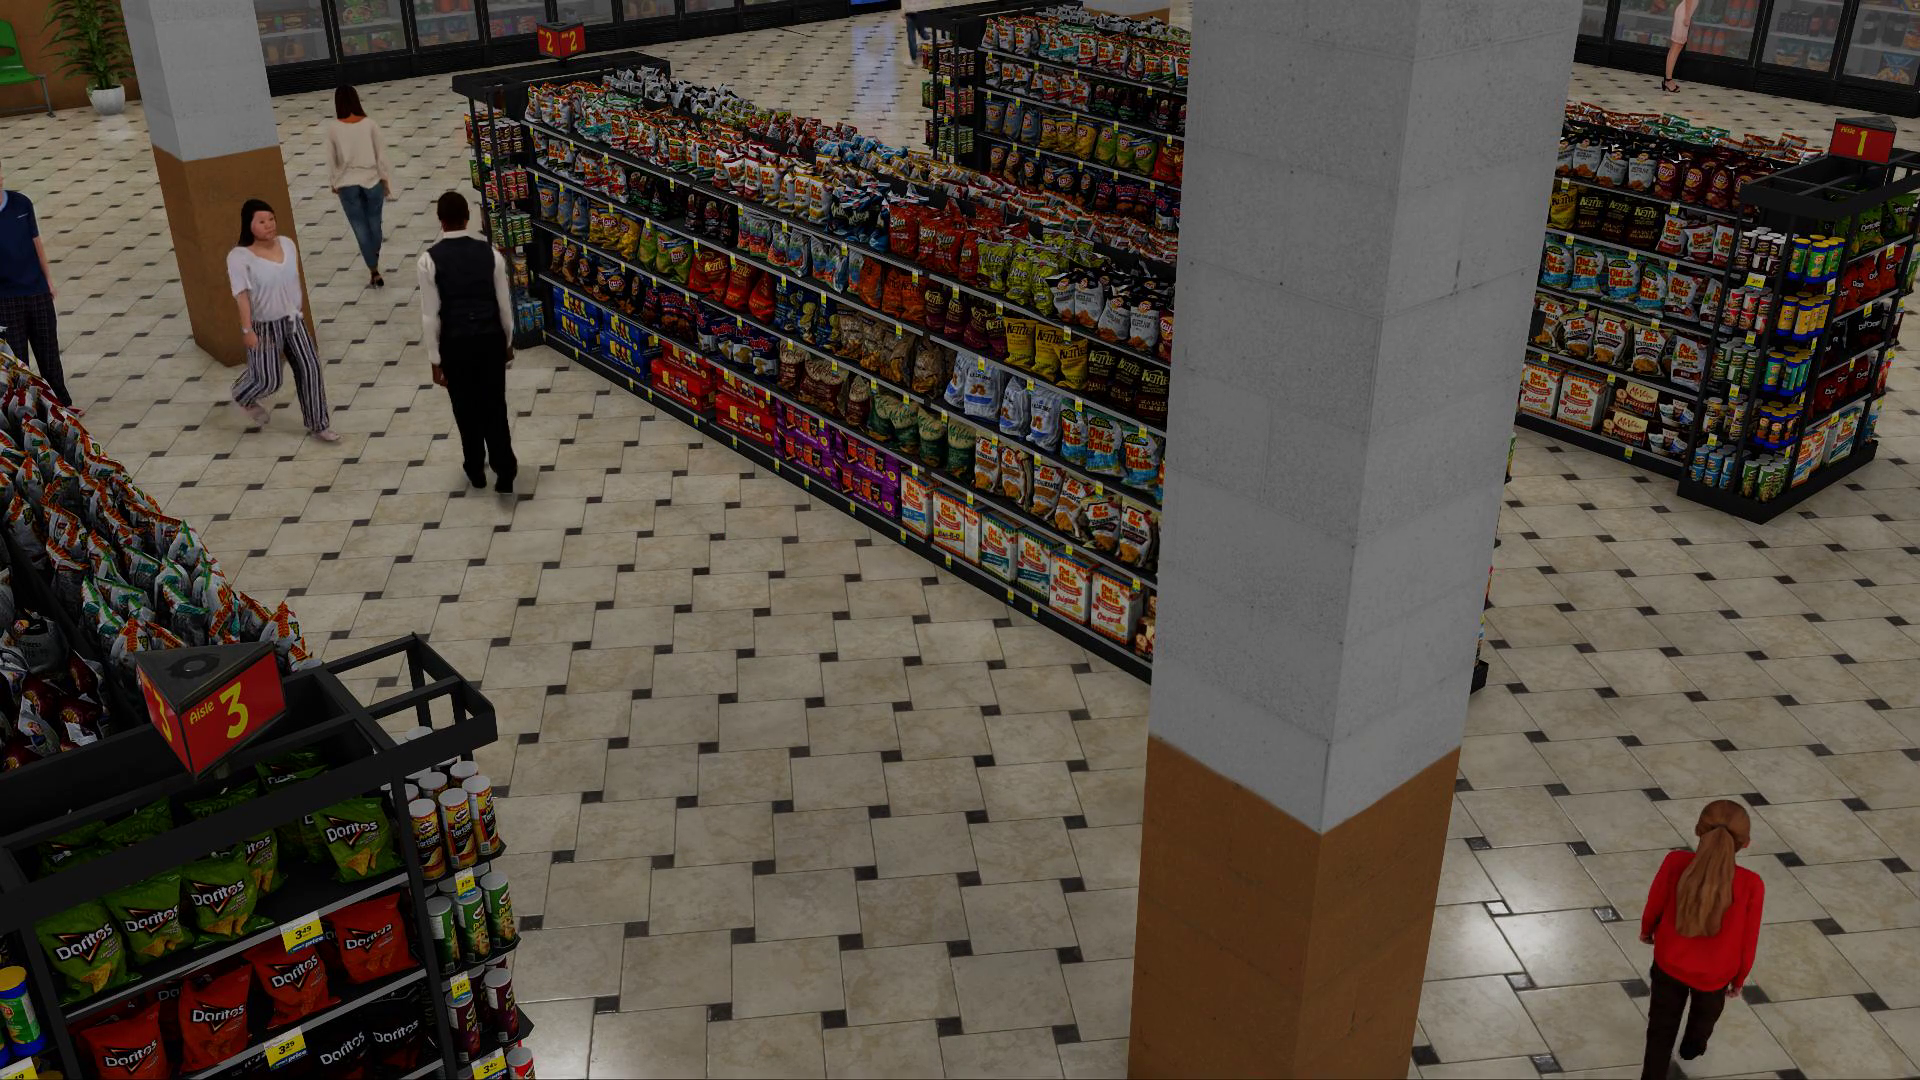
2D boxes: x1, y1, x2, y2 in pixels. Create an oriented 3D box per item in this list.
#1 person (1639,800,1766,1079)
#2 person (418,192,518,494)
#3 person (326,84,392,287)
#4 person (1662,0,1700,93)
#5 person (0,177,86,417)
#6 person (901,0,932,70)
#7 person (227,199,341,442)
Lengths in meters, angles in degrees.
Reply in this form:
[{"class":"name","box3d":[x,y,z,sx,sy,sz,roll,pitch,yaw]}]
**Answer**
[{"class":"person","box3d":[2.476,1.475,5.645,0.861,1.255,0.761,15,30,27]},{"class":"person","box3d":[-2.925,-1.133,10.064,0.888,1.911,1.067,-13,30,-24]},{"class":"person","box3d":[-5.000,-2.920,13.882,0.828,1.644,1.108,-12,29,-22]},{"class":"person","box3d":[9.102,-6.596,20.926,0.652,1.830,0.649,10,29,19]},{"class":"person","box3d":[-6.351,-1.681,11.186,0.635,1.872,0.710,18,32,32]},{"class":"person","box3d":[-0.529,-7.095,22.131,0.624,1.628,0.793,-21,34,-36]},{"class":"person","box3d":[-4.558,-1.427,10.938,1.135,1.644,0.890,15,31,27]}]
